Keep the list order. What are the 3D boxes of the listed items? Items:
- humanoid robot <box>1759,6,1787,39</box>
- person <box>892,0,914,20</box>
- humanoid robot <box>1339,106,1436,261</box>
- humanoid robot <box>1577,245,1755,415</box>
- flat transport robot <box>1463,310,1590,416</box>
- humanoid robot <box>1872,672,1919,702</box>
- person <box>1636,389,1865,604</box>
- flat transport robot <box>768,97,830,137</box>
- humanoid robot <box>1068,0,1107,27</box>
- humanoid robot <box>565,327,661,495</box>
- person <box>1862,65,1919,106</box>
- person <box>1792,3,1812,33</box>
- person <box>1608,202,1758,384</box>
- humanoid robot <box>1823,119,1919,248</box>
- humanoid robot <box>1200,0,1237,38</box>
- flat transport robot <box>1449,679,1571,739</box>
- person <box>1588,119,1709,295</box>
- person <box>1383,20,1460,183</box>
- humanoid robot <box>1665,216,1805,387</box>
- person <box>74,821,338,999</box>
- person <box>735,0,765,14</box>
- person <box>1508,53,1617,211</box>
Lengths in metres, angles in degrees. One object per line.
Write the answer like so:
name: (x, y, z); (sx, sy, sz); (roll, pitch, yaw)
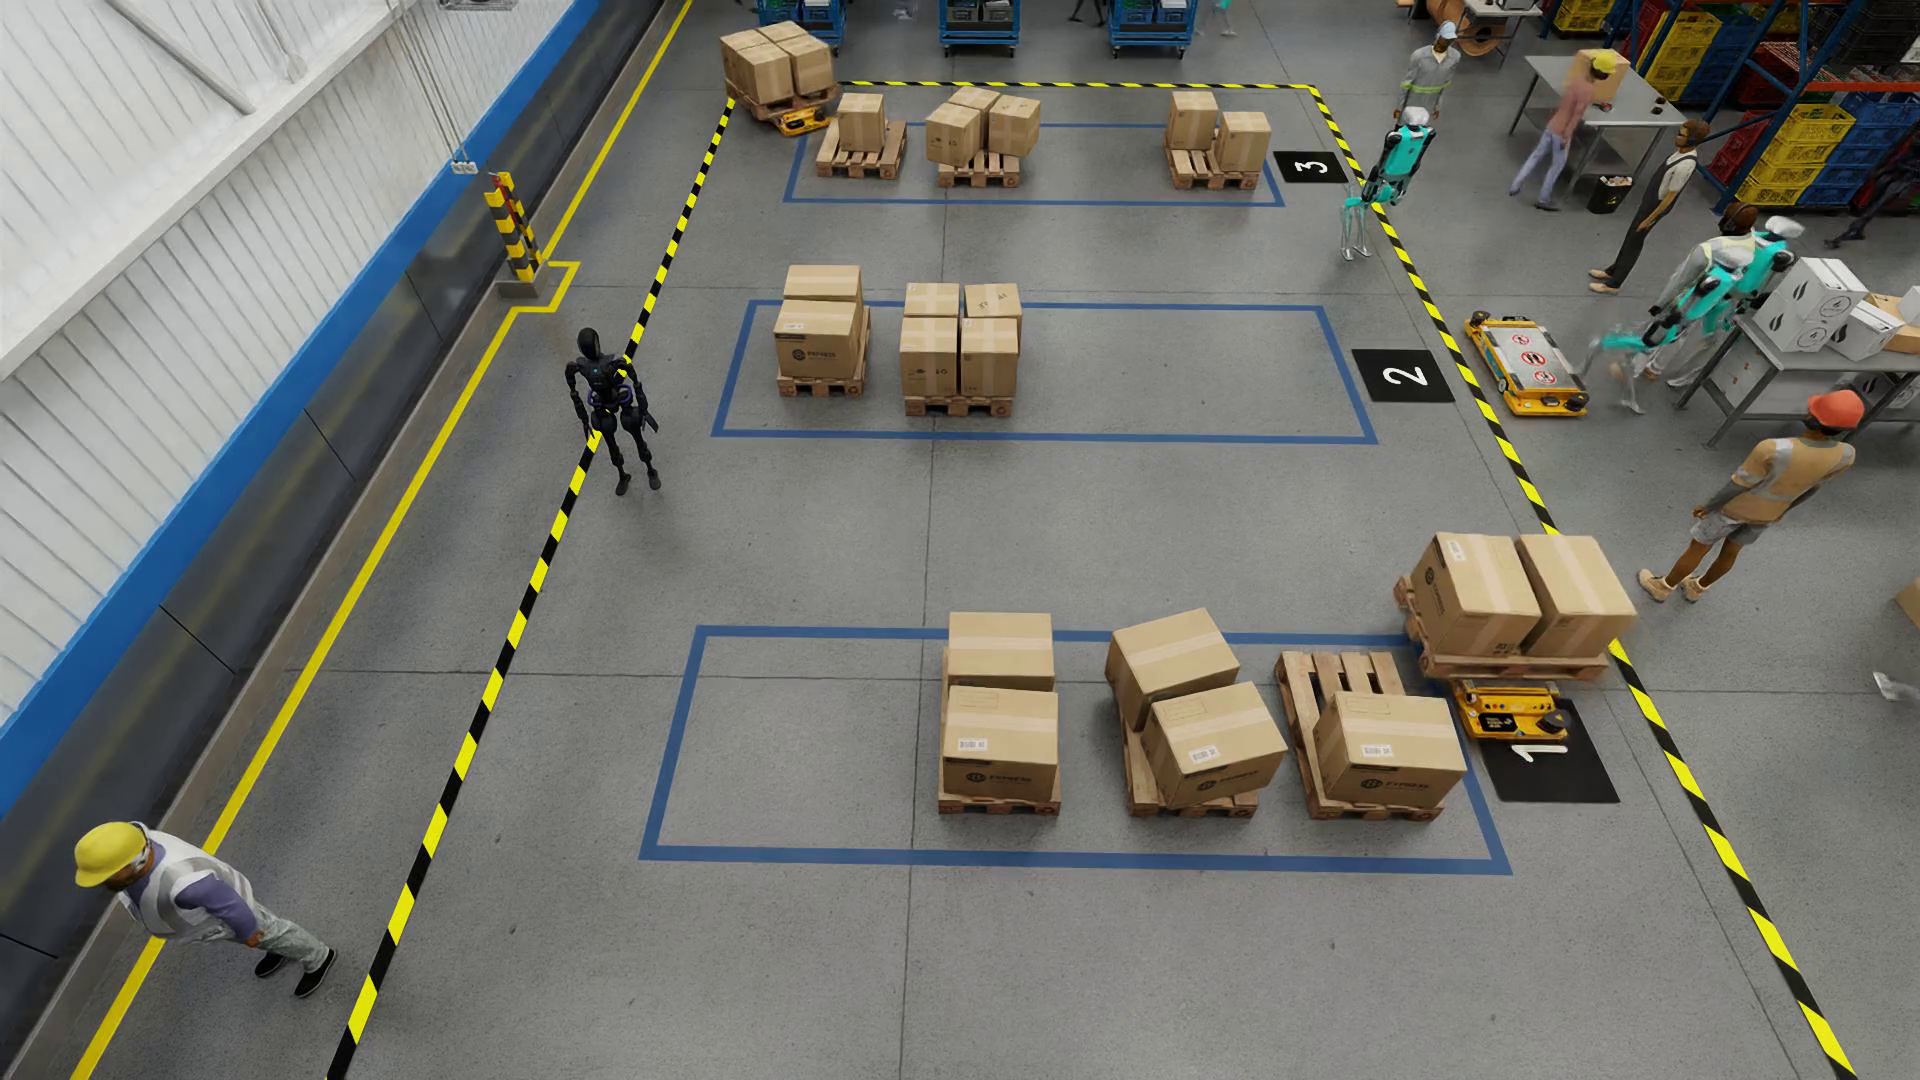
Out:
humanoid robot: (12.337, -8.209, 13.735); (0.586, 1.674, 0.429); (12, 50, 10)
person: (-0.990, -9.172, 14.505); (0.552, 1.714, 0.497); (7, 49, 6)
humanoid robot: (4.456, -3.851, 9.809); (0.533, 1.673, 0.735); (-12, 50, -10)
humanoid robot: (6.197, -1.987, 8.319); (0.547, 1.780, 0.888); (-26, 54, -21)
flat transport robot: (5.573, -1.757, 9.054); (0.659, 0.231, 1.431); (1, 49, 1)
humanoid robot: (6.770, 0.836, 5.863); (0.537, 1.769, 1.003); (9, 50, 7)
person: (5.664, -0.260, 6.584); (0.606, 2.048, 0.365); (3, 49, 2)
flat transport robot: (-2.449, -6.064, 12.763); (0.652, 0.197, 1.431); (-27, 54, -21)
humanoid robot: (2.132, -9.009, 14.424); (0.762, 1.625, 0.601); (10, 50, 8)
humanoid robot: (-2.808, -1.033, 7.485); (0.599, 1.659, 0.315); (-8, 50, -7)
person: (12.001, -6.042, 11.605); (0.411, 2.032, 0.618); (-26, 54, -21)
person: (13.216, -8.784, 14.078); (0.514, 1.871, 0.327); (-8, 50, -7)
person: (6.682, -2.218, 8.421); (0.629, 1.835, 0.429); (-8, 50, -7)
humanoid robot: (10.248, -4.001, 10.081); (0.734, 1.626, 0.605); (-5, 49, -4)
humanoid robot: (4.142, -8.584, 14.055); (0.802, 1.886, 0.552); (14, 51, 12)
flat transport robot: (3.914, 0.797, 6.825); (0.652, 0.197, 1.431); (1, 49, 1)
person: (7.100, -3.401, 9.434); (0.329, 1.842, 0.512); (21, 52, 18)
person: (5.516, -5.228, 11.011); (0.588, 1.852, 0.371); (-2, 49, -2)
humanoid robot: (7.147, -2.101, 8.437); (0.657, 1.888, 0.547); (-9, 50, -8)
person: (-3.935, 1.944, 4.813); (0.589, 1.837, 0.404); (18, 52, 15)
person: (-3.588, -9.574, 14.816); (0.950, 1.775, 0.641); (30, 56, 23)
person: (7.060, -4.750, 10.671); (0.540, 1.738, 0.627); (7, 49, 6)
